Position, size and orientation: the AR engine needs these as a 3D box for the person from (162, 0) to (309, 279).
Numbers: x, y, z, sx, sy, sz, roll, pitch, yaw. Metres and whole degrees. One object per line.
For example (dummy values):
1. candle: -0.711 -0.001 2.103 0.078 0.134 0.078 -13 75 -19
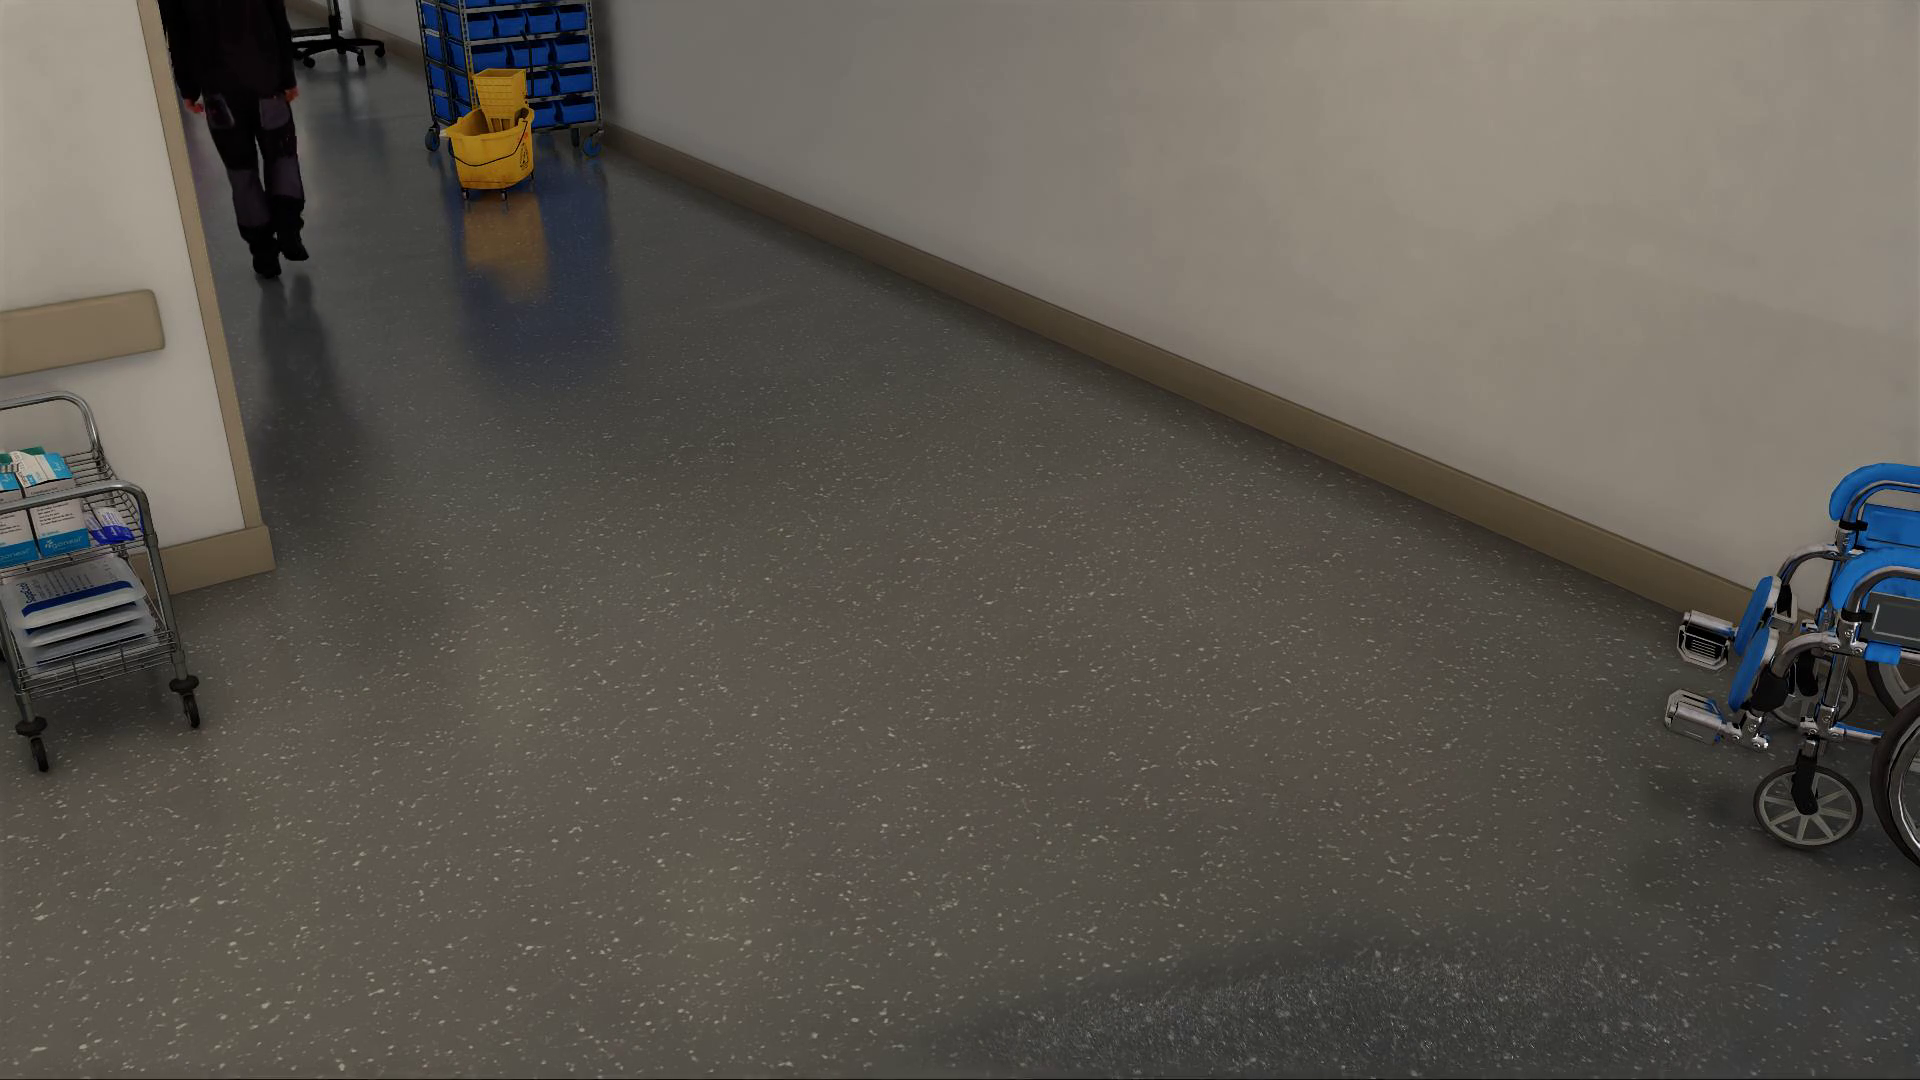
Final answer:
1. person: -3.498 -2.223 8.121 0.640 1.932 0.796 -14 29 -26
